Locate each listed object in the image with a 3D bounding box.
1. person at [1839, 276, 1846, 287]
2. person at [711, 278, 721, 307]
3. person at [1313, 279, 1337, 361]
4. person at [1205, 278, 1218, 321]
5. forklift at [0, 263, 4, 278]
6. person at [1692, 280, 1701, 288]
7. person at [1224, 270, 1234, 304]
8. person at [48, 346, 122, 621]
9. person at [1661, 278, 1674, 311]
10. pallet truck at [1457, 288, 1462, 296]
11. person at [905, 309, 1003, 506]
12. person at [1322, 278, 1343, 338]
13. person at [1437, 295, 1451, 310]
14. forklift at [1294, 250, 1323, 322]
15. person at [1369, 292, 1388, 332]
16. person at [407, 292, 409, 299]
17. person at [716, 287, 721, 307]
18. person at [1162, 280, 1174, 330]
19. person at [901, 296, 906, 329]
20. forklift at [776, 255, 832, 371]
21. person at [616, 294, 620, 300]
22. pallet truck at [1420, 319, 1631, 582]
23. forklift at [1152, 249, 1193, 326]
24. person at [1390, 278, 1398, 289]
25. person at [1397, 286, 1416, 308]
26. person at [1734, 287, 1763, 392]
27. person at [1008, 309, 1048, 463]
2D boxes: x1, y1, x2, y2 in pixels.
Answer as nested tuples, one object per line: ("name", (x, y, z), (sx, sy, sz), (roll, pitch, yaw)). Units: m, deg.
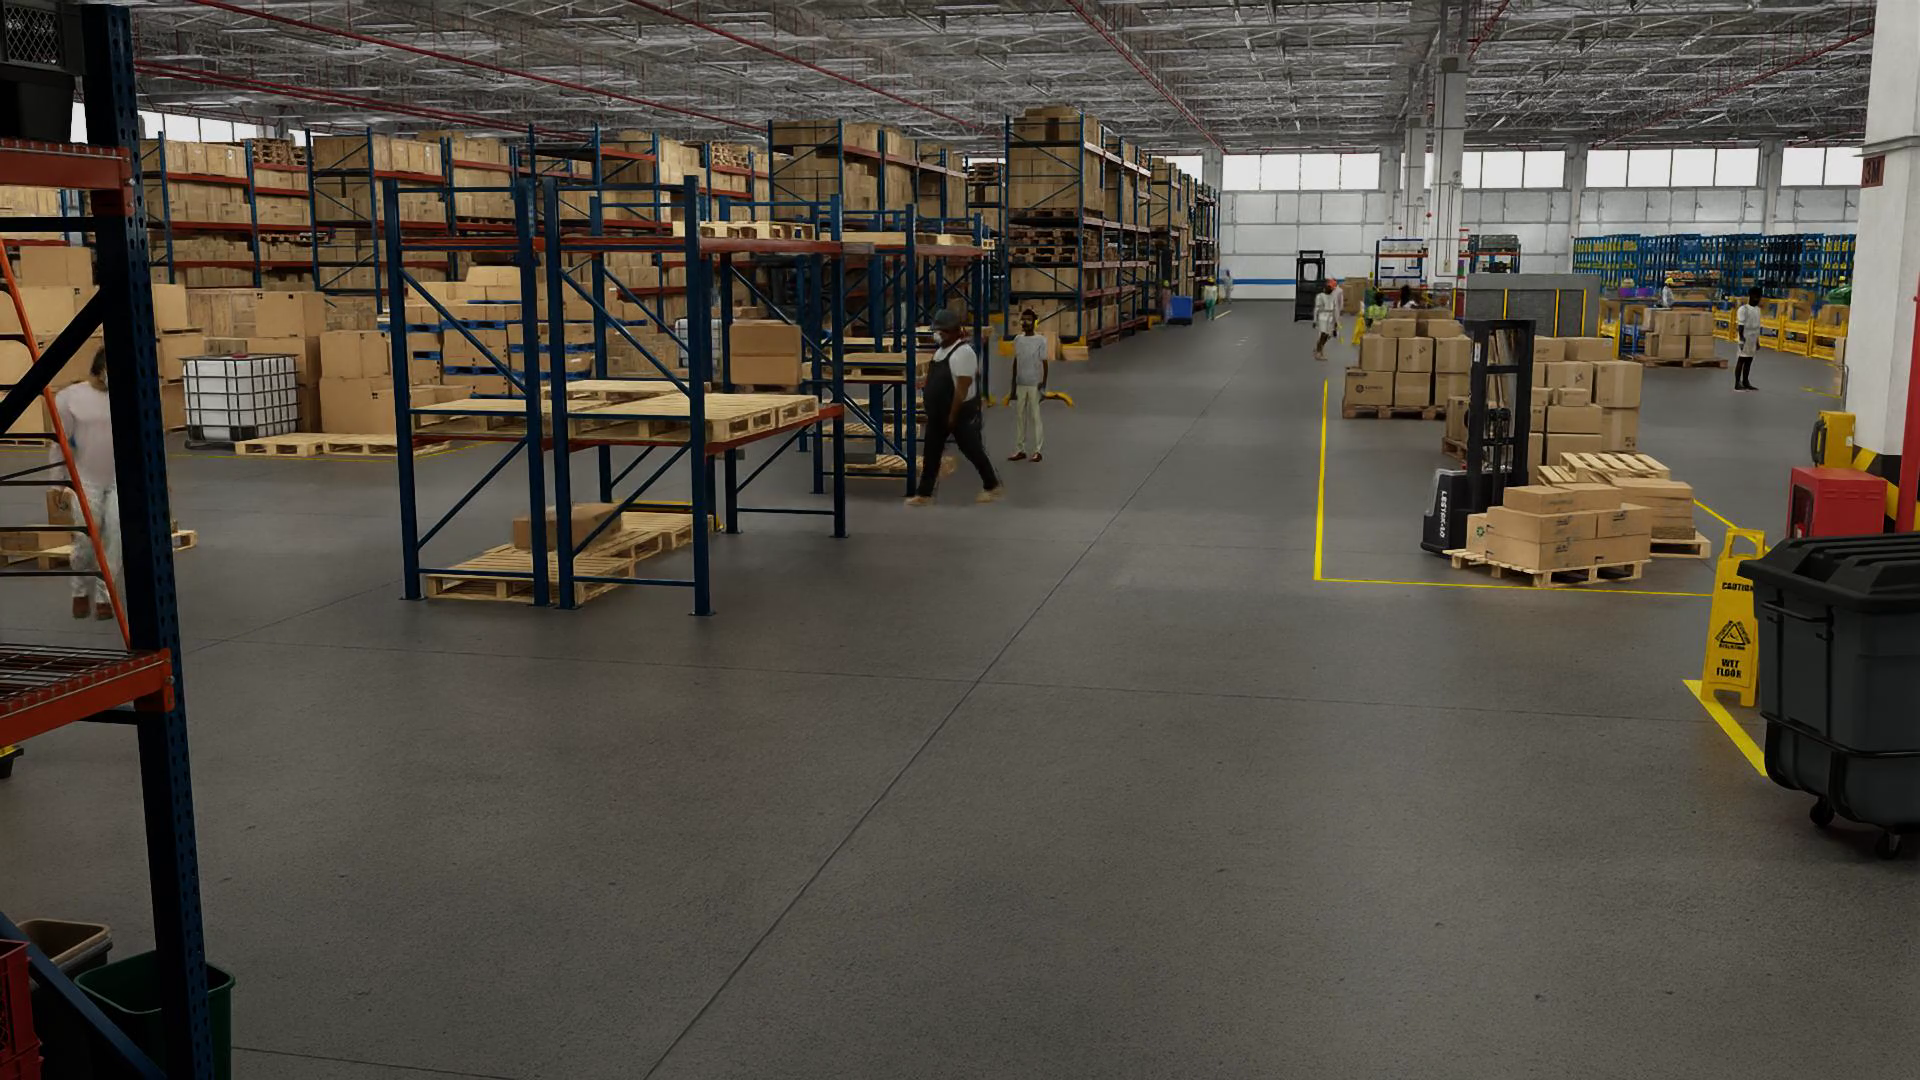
("person", (37.208, -10.250, 70.210), (0.329, 1.765, 0.525), (0, 10, 3))
("person", (-7.174, -6.877, 49.767), (0.670, 1.917, 0.485), (-2, 10, -10))
("person", (8.907, -5.413, 40.891), (0.616, 2.000, 0.762), (-5, 11, -28))
("person", (10.150, -9.735, 67.274), (0.521, 1.726, 0.893), (1, 10, 4))
("forklift", (-27.267, -6.828, 46.638), (1.129, 2.768, 1.873), (2, 10, 12))
("person", (31.748, -10.503, 71.584), (0.673, 1.814, 0.600), (2, 10, 14))
("person", (14.740, -13.927, 91.564), (0.613, 1.912, 0.724), (-4, 10, -23))
("person", (-5.875, -0.391, 11.452), (0.680, 1.896, 0.460), (-7, 12, -35))
("person", (24.687, -8.225, 58.053), (0.403, 1.821, 0.602), (7, 12, 35))
("pallet truck", (20.506, -9.785, 68.819), (0.653, 1.274, 1.630), (2, 10, 12))
("person", (-0.027, -1.364, 16.768), (1.026, 2.000, 0.681), (-7, 12, -34))
("person", (11.695, -7.291, 52.277), (0.669, 1.894, 0.432), (2, 10, 14))
("person", (11.664, -5.129, 40.324), (0.505, 1.622, 0.429), (-8, 13, -41))
("forklift", (13.778, -10.002, 65.433), (1.129, 2.768, 1.873), (2, 10, 12))
("person", (10.083, -5.117, 40.029), (0.553, 1.680, 0.368), (-3, 10, -20))
("person", (-14.273, -5.652, 43.235), (0.642, 1.673, 0.550), (1, 10, 6))
("person", (-5.555, -5.055, 39.130), (1.062, 1.866, 0.638), (0, 10, -1))
("person", (7.309, -8.268, 58.516), (0.362, 1.734, 0.531), (9, 13, 42))
("person", (-1.475, -5.567, 42.978), (0.835, 1.597, 0.571), (0, 10, -2))
("forklift", (-3.083, -4.396, 32.235), (1.129, 2.768, 1.873), (2, 10, 12))
("person", (-8.436, -5.240, 40.932), (0.524, 1.632, 0.314), (0, 10, -2))
("pallet truck", (4.543, -0.757, 13.299), (0.823, 1.965, 1.885), (-4, 10, -22))
("forklift", (7.646, -9.320, 61.395), (1.873, 2.768, 1.129), (2, 10, 11))
("person", (21.813, -12.399, 83.354), (0.527, 1.626, 0.327), (1, 10, 8))
("person", (9.854, -4.662, 36.710), (0.720, 1.904, 0.600), (-3, 10, -15))
("person", (14.799, -3.758, 31.182), (0.603, 1.959, 0.375), (-7, 12, -34))
("person", (0.833, -1.882, 20.327), (0.526, 1.876, 0.324), (6, 11, 33))
